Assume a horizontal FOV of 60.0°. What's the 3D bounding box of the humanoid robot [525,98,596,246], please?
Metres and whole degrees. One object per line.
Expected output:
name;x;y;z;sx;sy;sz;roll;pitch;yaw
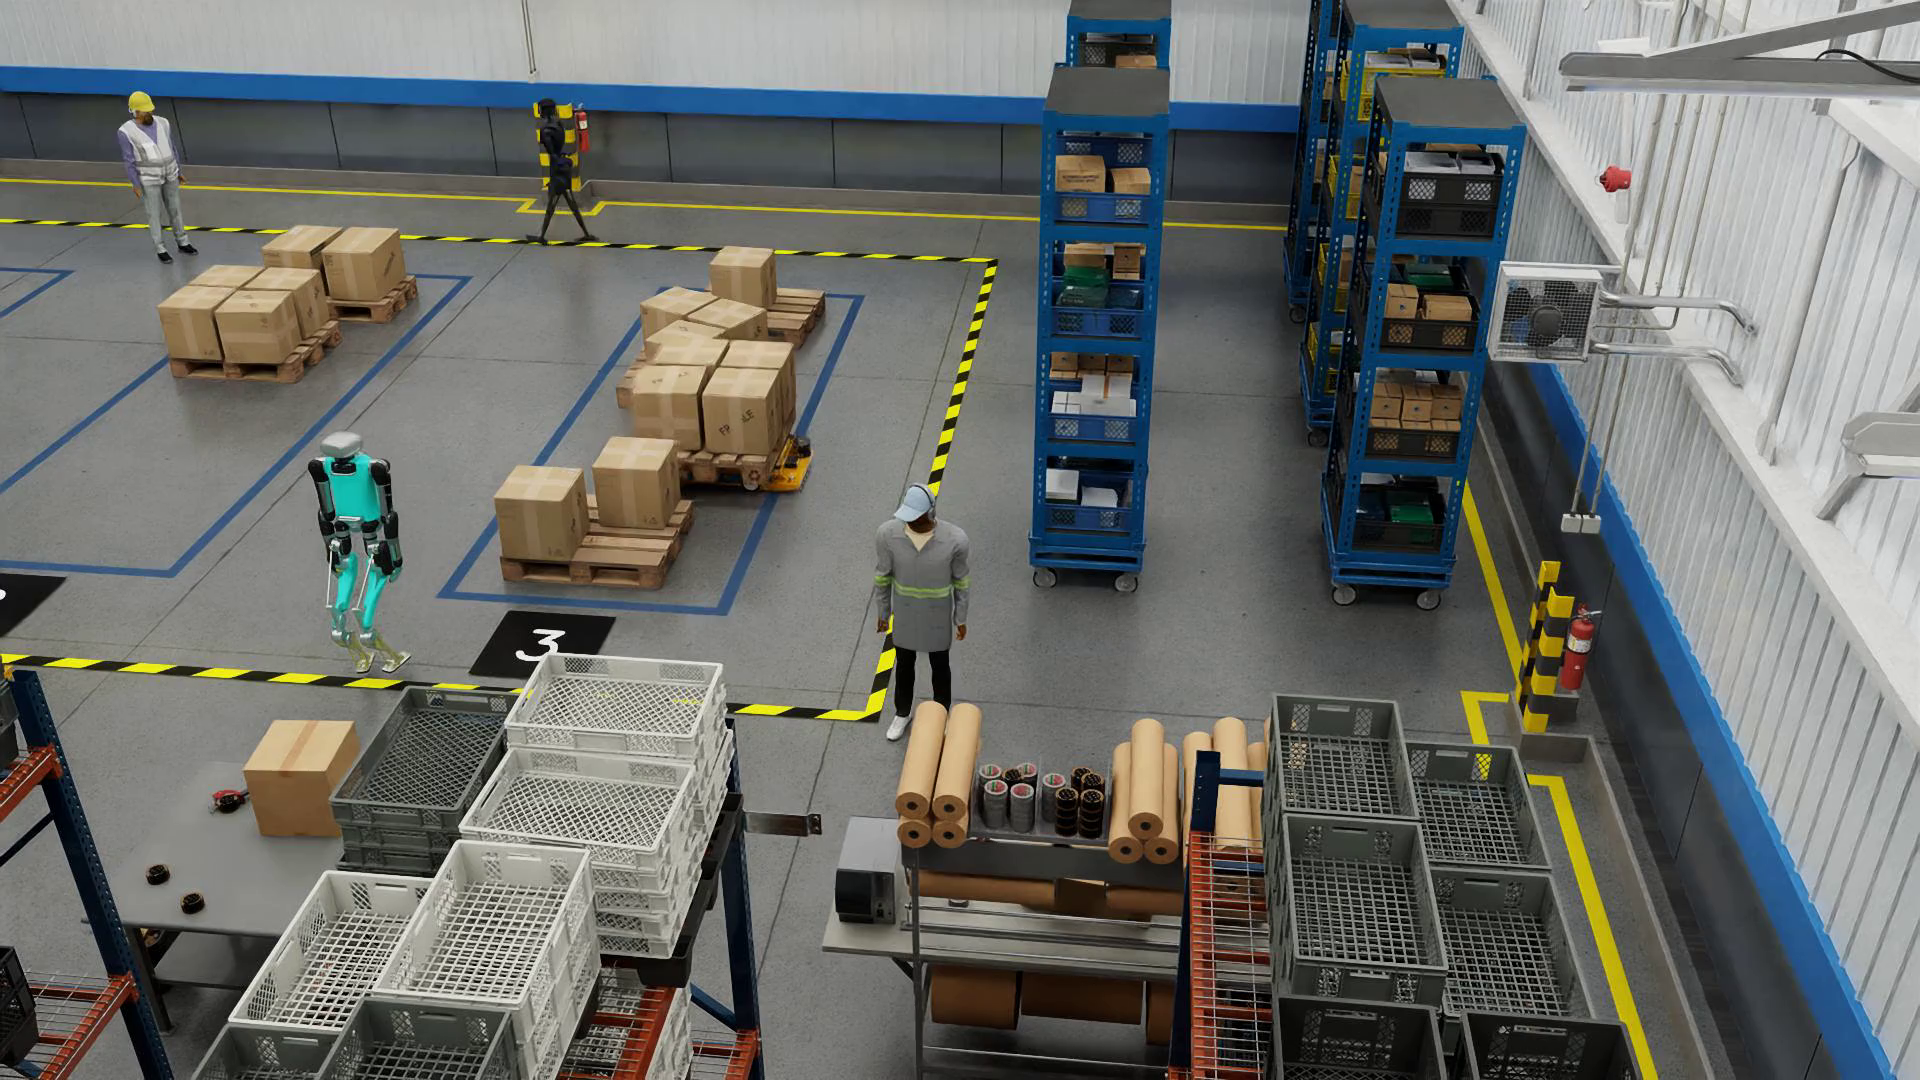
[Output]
humanoid robot;-4.457;-4.034;18.232;0.758;1.624;0.609;-2;30;-3

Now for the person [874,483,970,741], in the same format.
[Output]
person;-0.238;0.462;10.307;0.593;1.849;0.393;5;31;8

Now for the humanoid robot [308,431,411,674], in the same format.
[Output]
humanoid robot;-3.954;0.168;10.792;0.533;1.677;0.735;3;30;6

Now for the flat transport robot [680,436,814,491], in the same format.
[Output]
flat transport robot;-1.983;-0.675;13.805;1.431;0.197;0.652;3;30;6

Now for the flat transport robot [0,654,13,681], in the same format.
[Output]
flat transport robot;-7.142;0.969;11.010;1.431;0.231;0.659;3;30;6

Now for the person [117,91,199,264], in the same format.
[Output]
person;-8.584;-3.891;17.803;0.404;1.827;0.602;20;35;30
